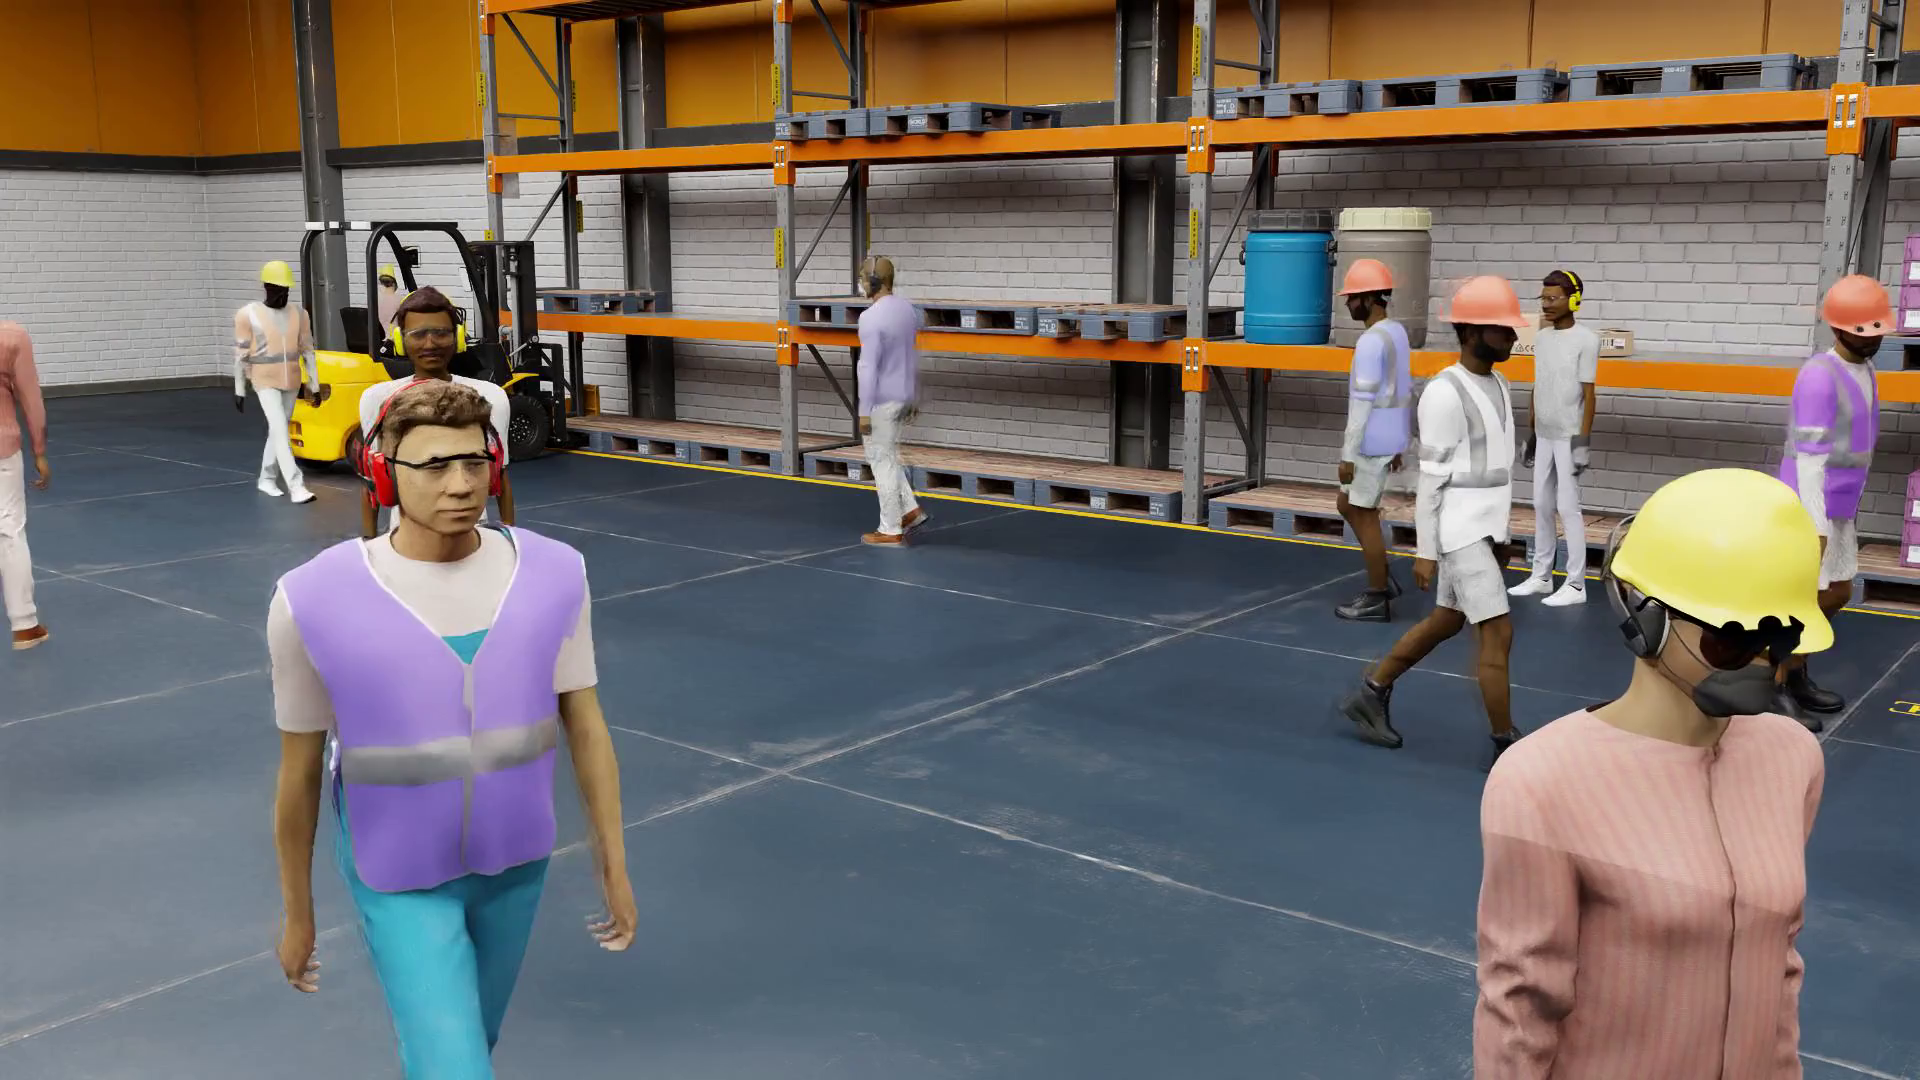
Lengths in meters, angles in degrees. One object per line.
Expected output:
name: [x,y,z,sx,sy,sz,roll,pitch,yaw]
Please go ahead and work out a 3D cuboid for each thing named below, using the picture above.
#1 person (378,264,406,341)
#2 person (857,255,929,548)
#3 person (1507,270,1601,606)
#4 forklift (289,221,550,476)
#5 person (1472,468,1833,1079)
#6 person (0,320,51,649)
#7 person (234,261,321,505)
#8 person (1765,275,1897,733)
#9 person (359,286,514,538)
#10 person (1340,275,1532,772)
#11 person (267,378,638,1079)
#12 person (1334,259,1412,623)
person: [-6.112,-2.090,17.977,0.531,1.768,0.316,2,10,11]
person: [-0.512,-0.896,10.917,0.431,1.923,0.660,4,11,23]
person: [3.331,-0.564,9.277,0.320,1.860,0.505,-4,11,-19]
forklift: [-4.922,-1.741,14.854,1.214,2.155,2.313,8,13,38]
person: [0.870,0.779,2.099,0.522,1.761,0.322,-4,11,-23]
person: [-4.871,-0.437,8.235,0.671,1.984,0.530,-4,11,-23]
person: [-5.275,-1.223,12.901,1.006,1.862,0.595,8,13,37]
person: [3.537,-0.132,6.781,0.601,1.888,0.497,-9,14,-41]
person: [-1.760,0.085,5.637,0.532,1.869,0.319,-2,10,-12]
person: [1.892,-0.058,6.357,0.949,1.901,0.553,8,13,38]
person: [-0.915,0.596,3.031,0.582,1.791,1.014,-8,13,-38]
person: [2.156,-0.511,8.781,0.418,1.920,0.561,6,12,28]
